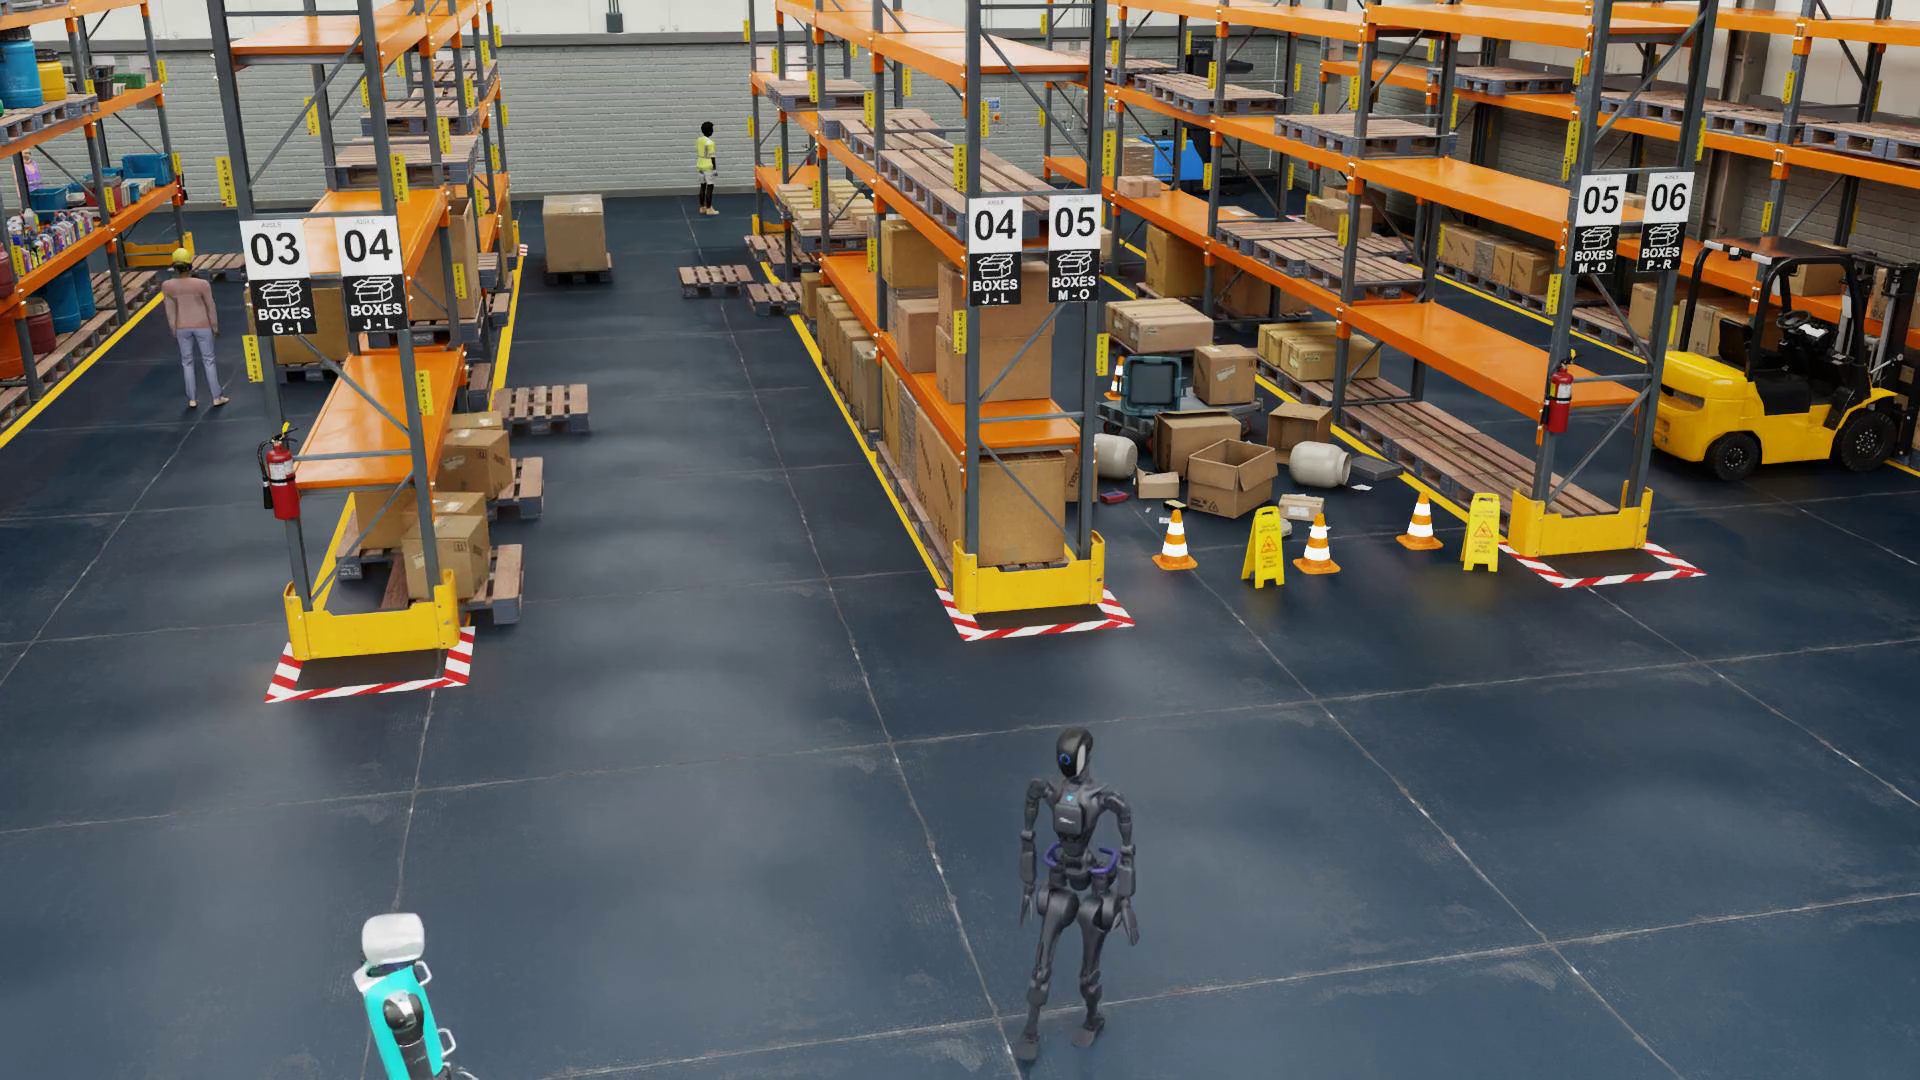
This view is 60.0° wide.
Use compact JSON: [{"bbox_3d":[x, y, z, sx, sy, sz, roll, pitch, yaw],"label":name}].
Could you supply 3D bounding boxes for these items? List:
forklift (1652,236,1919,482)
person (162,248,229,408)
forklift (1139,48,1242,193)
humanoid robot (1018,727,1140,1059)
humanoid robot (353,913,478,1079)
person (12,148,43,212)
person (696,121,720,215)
[{"bbox_3d":[8.013,-1.814,16.330,2.313,2.155,1.214,-4,21,-12],"label":"forklift"},{"bbox_3d":[-8.440,-2.331,18.326,0.524,1.771,0.302,-4,21,-9],"label":"person"},{"bbox_3d":[4.566,-8.313,32.860,1.873,2.768,1.129,-4,21,-12],"label":"forklift"},{"bbox_3d":[0.547,1.664,7.711,0.605,1.653,0.464,8,22,21],"label":"humanoid robot"},{"bbox_3d":[-1.734,2.152,6.342,0.930,1.801,0.558,-11,23,-28],"label":"humanoid robot"},{"bbox_3d":[-15.250,-5.622,27.298,0.347,1.691,0.480,7,22,19],"label":"person"},{"bbox_3d":[-4.640,-6.820,30.531,0.320,1.687,0.536,-17,26,-38],"label":"person"}]
